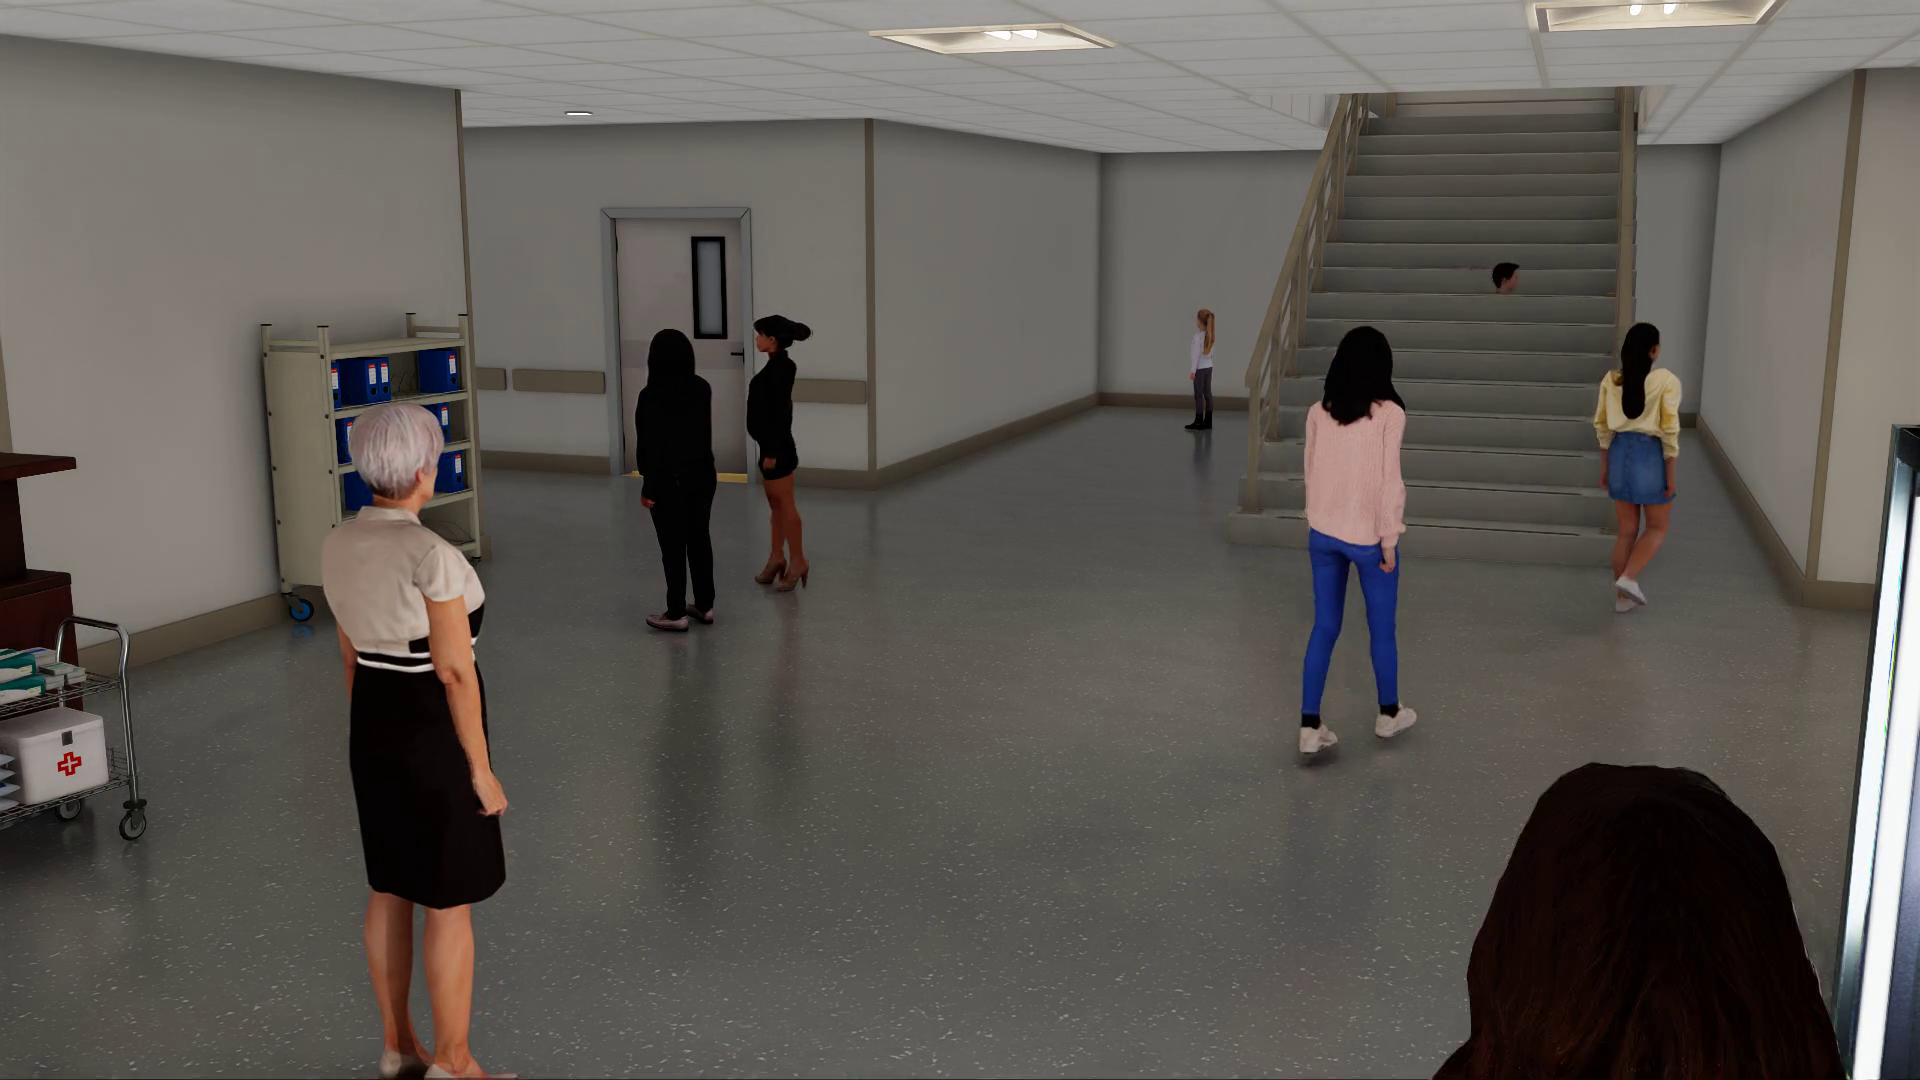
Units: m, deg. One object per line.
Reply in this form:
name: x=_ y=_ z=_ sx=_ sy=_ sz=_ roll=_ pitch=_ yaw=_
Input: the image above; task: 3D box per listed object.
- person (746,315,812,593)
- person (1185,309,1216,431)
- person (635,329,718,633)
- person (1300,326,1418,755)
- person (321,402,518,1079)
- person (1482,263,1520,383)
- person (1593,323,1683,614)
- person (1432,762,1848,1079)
person: x=-1.076 y=-0.518 z=9.899 sx=0.727 sy=1.642 sz=0.655 roll=0 pitch=11 yaw=-1
person: x=2.592 y=-1.823 z=17.750 sx=0.626 sy=1.279 sz=0.535 roll=10 pitch=15 yaw=43
person: x=-1.508 y=-0.327 z=8.959 sx=0.775 sy=1.617 sz=0.652 roll=8 pitch=13 yaw=35
person: x=1.542 y=0.032 z=6.746 sx=0.905 sy=1.738 sz=1.086 roll=10 pitch=15 yaw=43
person: x=-1.319 y=0.545 z=4.008 sx=0.664 sy=1.750 sz=0.620 roll=7 pitch=13 yaw=33
person: x=4.300 y=-1.358 z=13.773 sx=0.791 sy=1.848 sz=0.695 roll=5 pitch=12 yaw=26
person: x=3.728 y=-0.379 z=9.221 sx=0.798 sy=1.622 sz=0.766 roll=-10 pitch=15 yaw=-43
person: x=0.461 y=1.091 z=1.129 sx=0.673 sy=1.751 sz=1.156 roll=5 pitch=12 yaw=24
